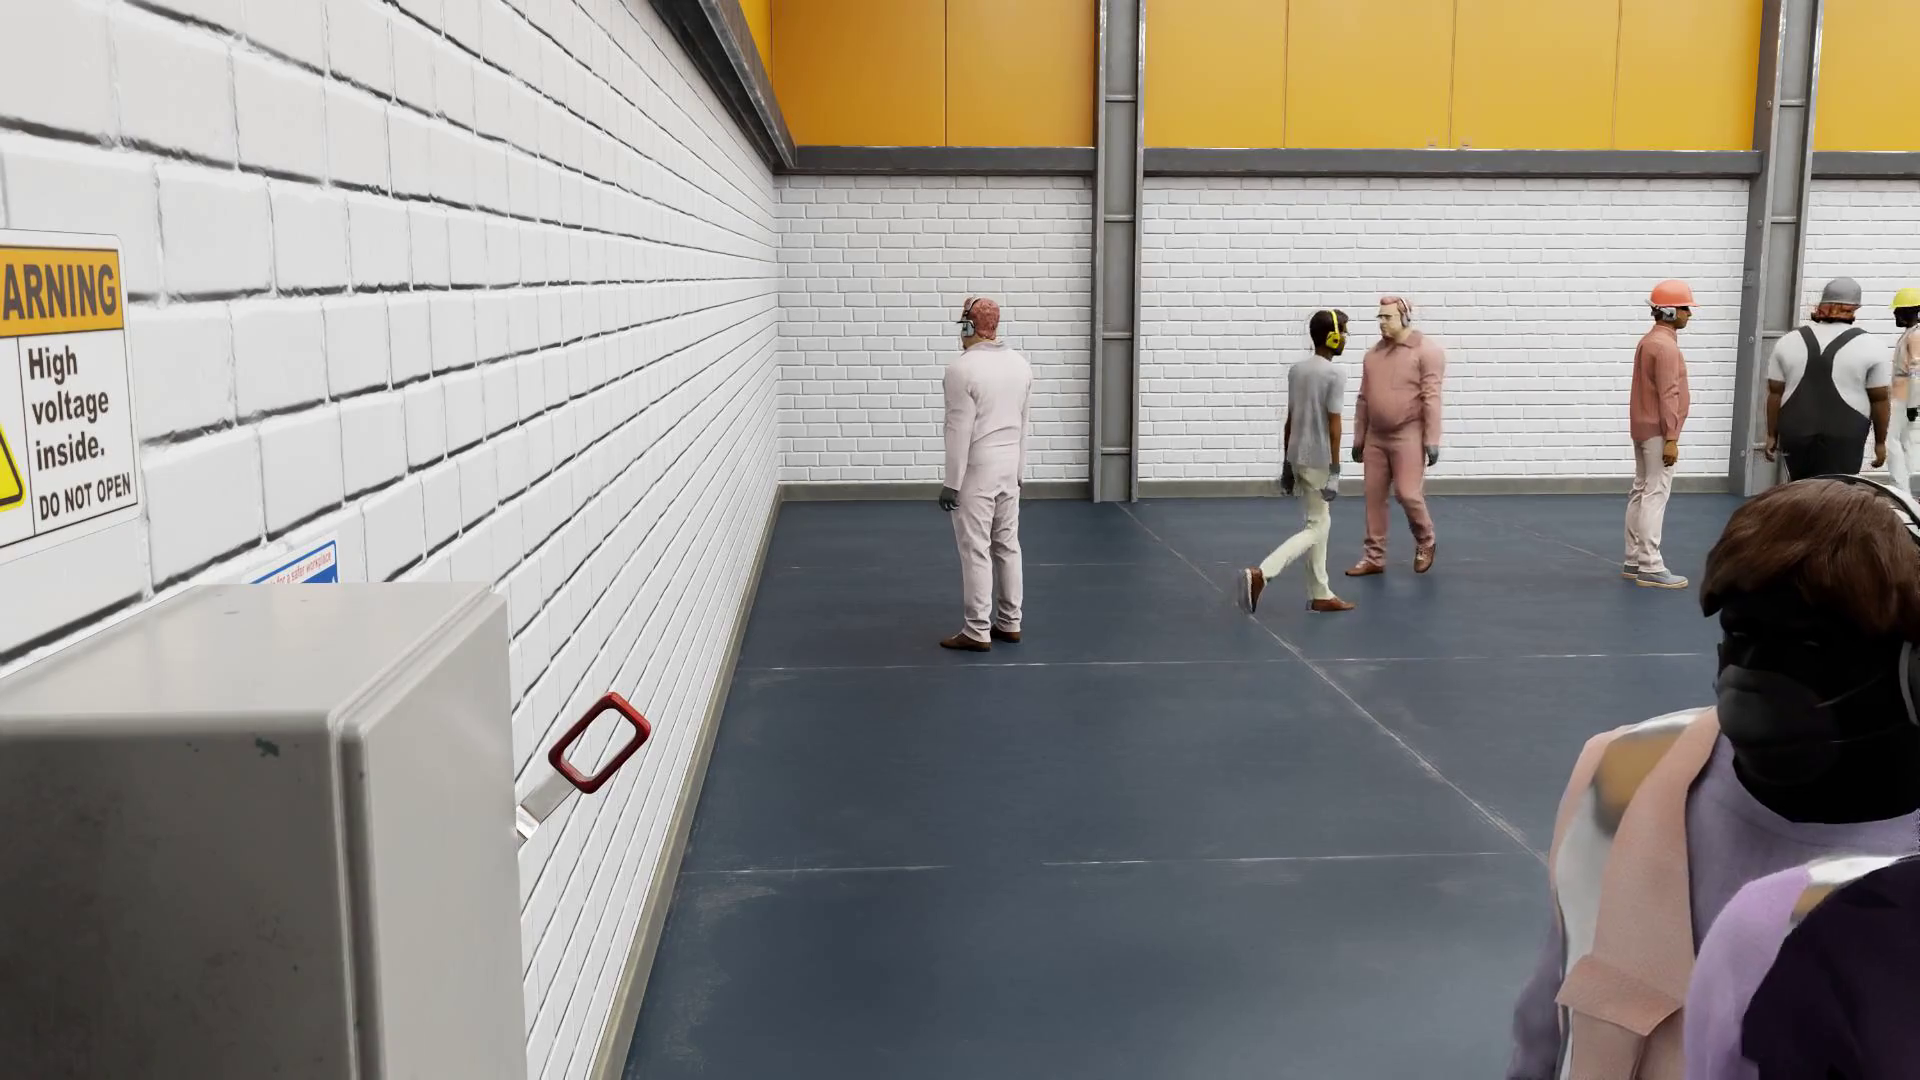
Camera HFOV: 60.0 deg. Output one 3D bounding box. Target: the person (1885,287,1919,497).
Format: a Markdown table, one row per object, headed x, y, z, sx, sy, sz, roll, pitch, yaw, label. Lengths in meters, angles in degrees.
| x | y | z | sx | sy | sz | roll | pitch | yaw | label |
| --- | --- | --- | --- | --- | --- | --- | --- | --- | --- |
| 8.338 | -1.270 | 14.712 | 0.437 | 1.917 | 0.609 | 5 | 10 | 29 | person |

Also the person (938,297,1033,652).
| x | y | z | sx | sy | sz | roll | pitch | yaw | label |
| --- | --- | --- | --- | --- | --- | --- | --- | --- | --- |
| 0.107 | -0.354 | 9.002 | 0.402 | 1.906 | 0.652 | 8 | 12 | 39 | person |

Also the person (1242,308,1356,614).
| x | y | z | sx | sy | sz | roll | pitch | yaw | label |
| --- | --- | --- | --- | --- | --- | --- | --- | --- | --- |
| 2.020 | -0.439 | 9.777 | 0.802 | 1.841 | 0.510 | -4 | 10 | -24 | person |

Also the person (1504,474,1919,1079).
| x | y | z | sx | sy | sz | roll | pitch | yaw | label |
| --- | --- | --- | --- | --- | --- | --- | --- | --- | --- |
| 0.793 | 0.852 | 1.634 | 0.430 | 1.845 | 0.622 | -7 | 11 | -36 | person |

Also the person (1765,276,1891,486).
| x | y | z | sx | sy | sz | roll | pitch | yaw | label |
| --- | --- | --- | --- | --- | --- | --- | --- | --- | --- |
| 5.606 | -0.695 | 10.721 | 0.599 | 2.000 | 0.706 | -9 | 13 | -44 | person |

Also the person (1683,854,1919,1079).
| x | y | z | sx | sy | sz | roll | pitch | yaw | label |
| --- | --- | --- | --- | --- | --- | --- | --- | --- | --- |
| 0.757 | 0.847 | 1.053 | 0.605 | 2.038 | 0.394 | 6 | 11 | 32 | person |

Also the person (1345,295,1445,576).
| x | y | z | sx | sy | sz | roll | pitch | yaw | label |
| --- | --- | --- | --- | --- | --- | --- | --- | --- | --- |
| 2.907 | -0.687 | 11.131 | 0.549 | 1.894 | 0.693 | -7 | 11 | -36 | person |

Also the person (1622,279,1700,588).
| x | y | z | sx | sy | sz | roll | pitch | yaw | label |
| --- | --- | --- | --- | --- | --- | --- | --- | --- | --- |
| 4.569 | -0.694 | 10.858 | 0.381 | 1.994 | 0.615 | 1 | 9 | 7 | person |
